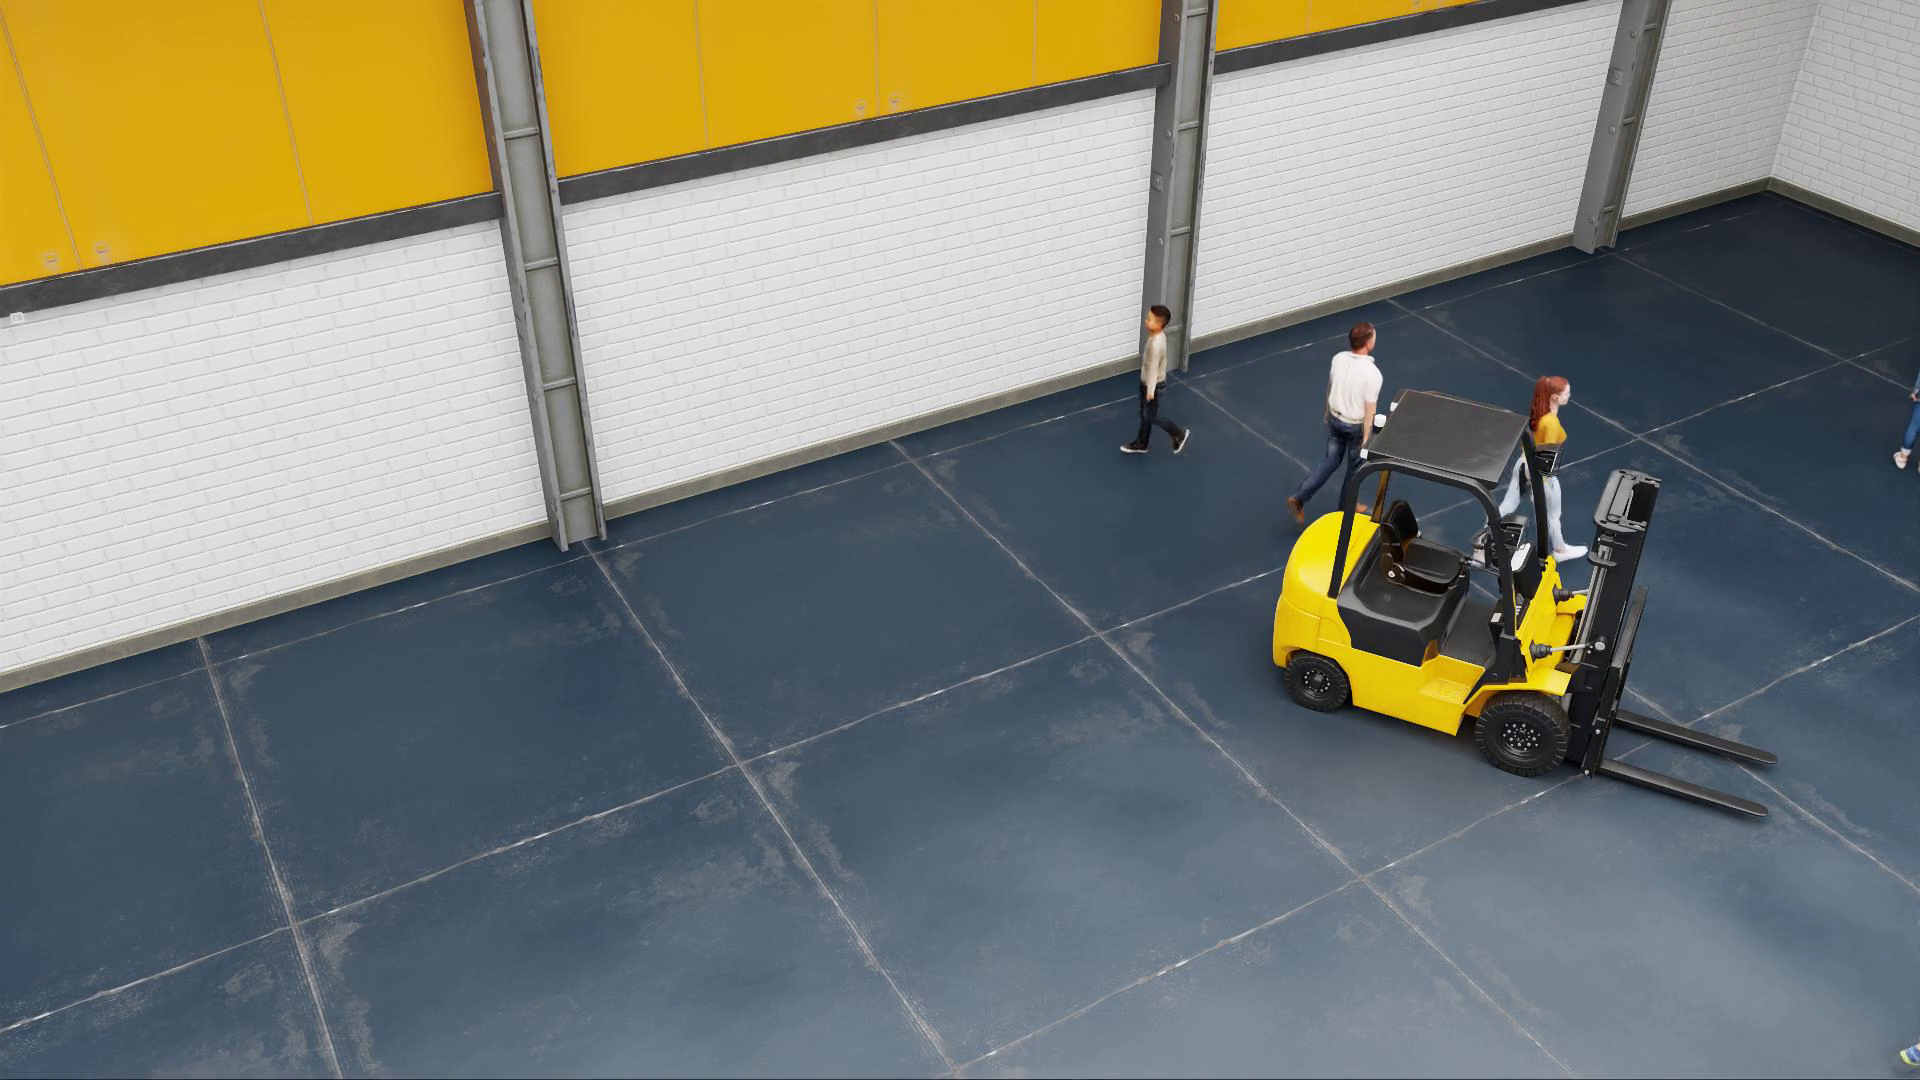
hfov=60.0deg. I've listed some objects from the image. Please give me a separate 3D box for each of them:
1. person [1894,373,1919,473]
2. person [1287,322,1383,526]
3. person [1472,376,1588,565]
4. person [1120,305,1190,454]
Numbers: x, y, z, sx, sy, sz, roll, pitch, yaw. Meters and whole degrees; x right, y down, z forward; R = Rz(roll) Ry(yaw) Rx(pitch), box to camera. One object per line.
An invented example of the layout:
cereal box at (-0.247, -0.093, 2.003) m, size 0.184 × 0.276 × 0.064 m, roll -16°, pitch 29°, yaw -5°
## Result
person at (8.505, -1.275, 14.464) m, size 0.625 × 1.475 × 0.664 m, roll 13°, pitch 36°, yaw 18°
person at (3.100, -0.907, 13.586) m, size 1.047 × 1.836 × 0.662 m, roll -18°, pitch 38°, yaw -25°
person at (4.436, -0.492, 13.089) m, size 1.244 × 1.694 × 0.955 m, roll -3°, pitch 34°, yaw -4°
person at (1.763, -1.379, 14.641) m, size 0.923 × 1.453 × 0.790 m, roll 0°, pitch 34°, yaw 0°
